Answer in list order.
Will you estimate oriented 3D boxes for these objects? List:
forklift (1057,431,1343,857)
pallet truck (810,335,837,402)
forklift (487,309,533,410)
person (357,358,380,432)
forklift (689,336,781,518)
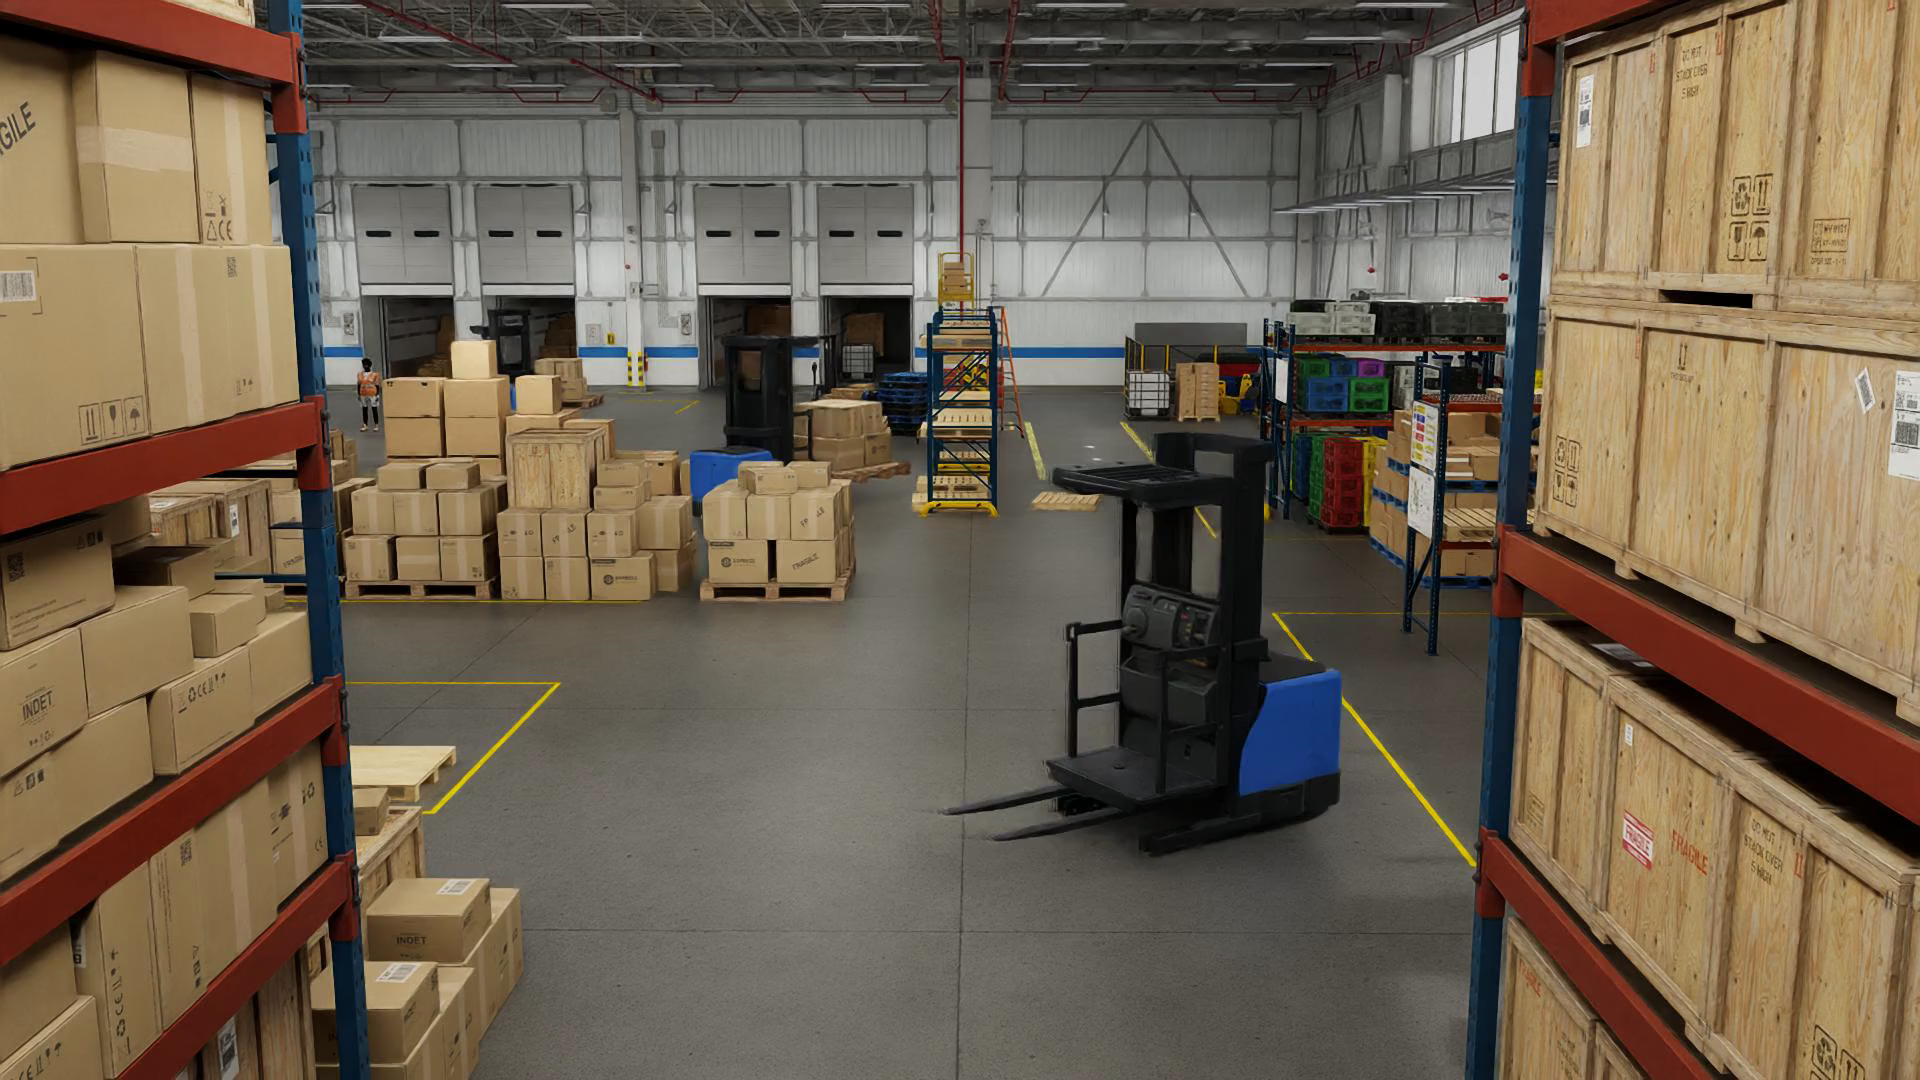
[{"bbox_3d":[1.796,0.635,12.039,1.873,2.768,1.129,-7,12,-33],"label":"forklift"},{"bbox_3d":[-3.021,-4.312,43.126,1.885,1.965,0.823,3,10,17],"label":"pallet truck"},{"bbox_3d":[-10.359,-3.940,38.434,1.129,2.768,1.873,-8,13,-38],"label":"forklift"},{"bbox_3d":[-13.661,-3.344,38.409,0.537,1.696,0.317,0,10,1],"label":"person"},{"bbox_3d":[-3.260,-1.779,25.967,1.129,2.768,1.873,7,12,34],"label":"forklift"}]
